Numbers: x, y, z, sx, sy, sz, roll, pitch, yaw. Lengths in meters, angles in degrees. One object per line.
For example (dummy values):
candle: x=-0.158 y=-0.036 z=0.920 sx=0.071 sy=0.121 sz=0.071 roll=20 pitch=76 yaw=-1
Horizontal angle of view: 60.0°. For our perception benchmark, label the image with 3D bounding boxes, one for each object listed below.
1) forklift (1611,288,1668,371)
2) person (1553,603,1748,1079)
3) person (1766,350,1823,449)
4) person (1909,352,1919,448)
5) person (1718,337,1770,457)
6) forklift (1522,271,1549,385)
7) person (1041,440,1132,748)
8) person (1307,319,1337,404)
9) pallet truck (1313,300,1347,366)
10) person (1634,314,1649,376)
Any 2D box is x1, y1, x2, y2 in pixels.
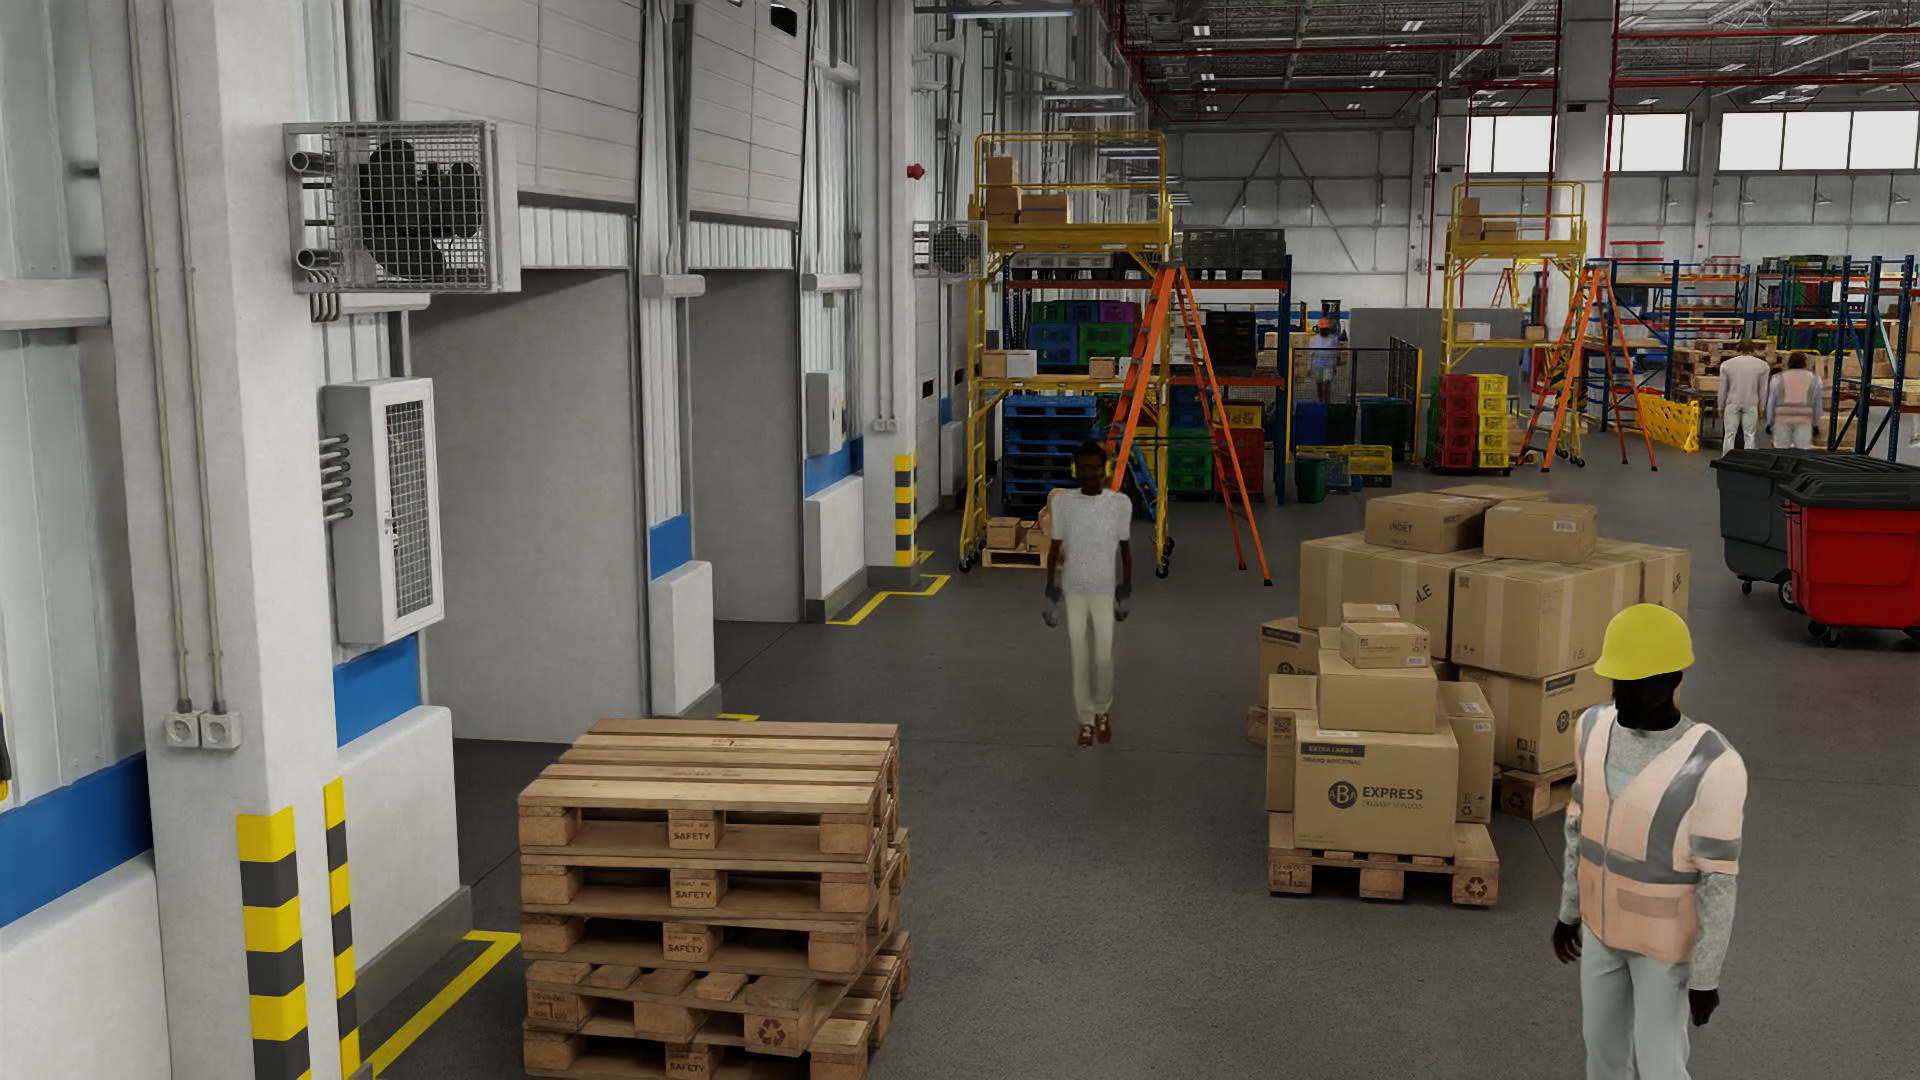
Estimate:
forklift: x=18.899 y=-6.148 z=46.682 sx=1.873 sy=2.768 sz=1.129 roll=-3 pitch=10 yaw=-17
person: x=1.956 y=1.122 z=4.818 sx=0.395 sy=1.918 sz=0.587 roll=-4 pitch=10 yaw=-23
person: x=10.618 y=-1.497 z=21.199 sx=0.633 sy=1.839 sz=0.429 roll=4 pitch=10 yaw=21
person: x=15.517 y=-2.339 z=26.721 sx=0.321 sy=1.736 sz=0.488 roll=5 pitch=10 yaw=27
person: x=10.841 y=-1.843 z=23.063 sx=0.631 sy=1.931 sz=0.365 roll=3 pitch=10 yaw=20
forklift: x=14.634 y=-5.248 z=41.133 sx=1.129 sy=2.768 sz=1.873 roll=2 pitch=9 yaw=11
person: x=0.752 y=0.329 z=9.904 sx=0.525 sy=1.847 sz=0.430 roll=1 pitch=9 yaw=9
person: x=7.212 y=-3.452 z=33.127 sx=0.563 sy=1.880 sz=1.010 roll=3 pitch=10 yaw=16
pallet truck: x=11.159 y=-6.200 z=49.718 sx=0.823 sy=1.965 sz=1.885 roll=4 pitch=10 yaw=26
person: x=18.340 y=-5.279 z=45.055 sx=0.551 sy=1.652 sz=0.850 roll=-6 pitch=11 yaw=-34
